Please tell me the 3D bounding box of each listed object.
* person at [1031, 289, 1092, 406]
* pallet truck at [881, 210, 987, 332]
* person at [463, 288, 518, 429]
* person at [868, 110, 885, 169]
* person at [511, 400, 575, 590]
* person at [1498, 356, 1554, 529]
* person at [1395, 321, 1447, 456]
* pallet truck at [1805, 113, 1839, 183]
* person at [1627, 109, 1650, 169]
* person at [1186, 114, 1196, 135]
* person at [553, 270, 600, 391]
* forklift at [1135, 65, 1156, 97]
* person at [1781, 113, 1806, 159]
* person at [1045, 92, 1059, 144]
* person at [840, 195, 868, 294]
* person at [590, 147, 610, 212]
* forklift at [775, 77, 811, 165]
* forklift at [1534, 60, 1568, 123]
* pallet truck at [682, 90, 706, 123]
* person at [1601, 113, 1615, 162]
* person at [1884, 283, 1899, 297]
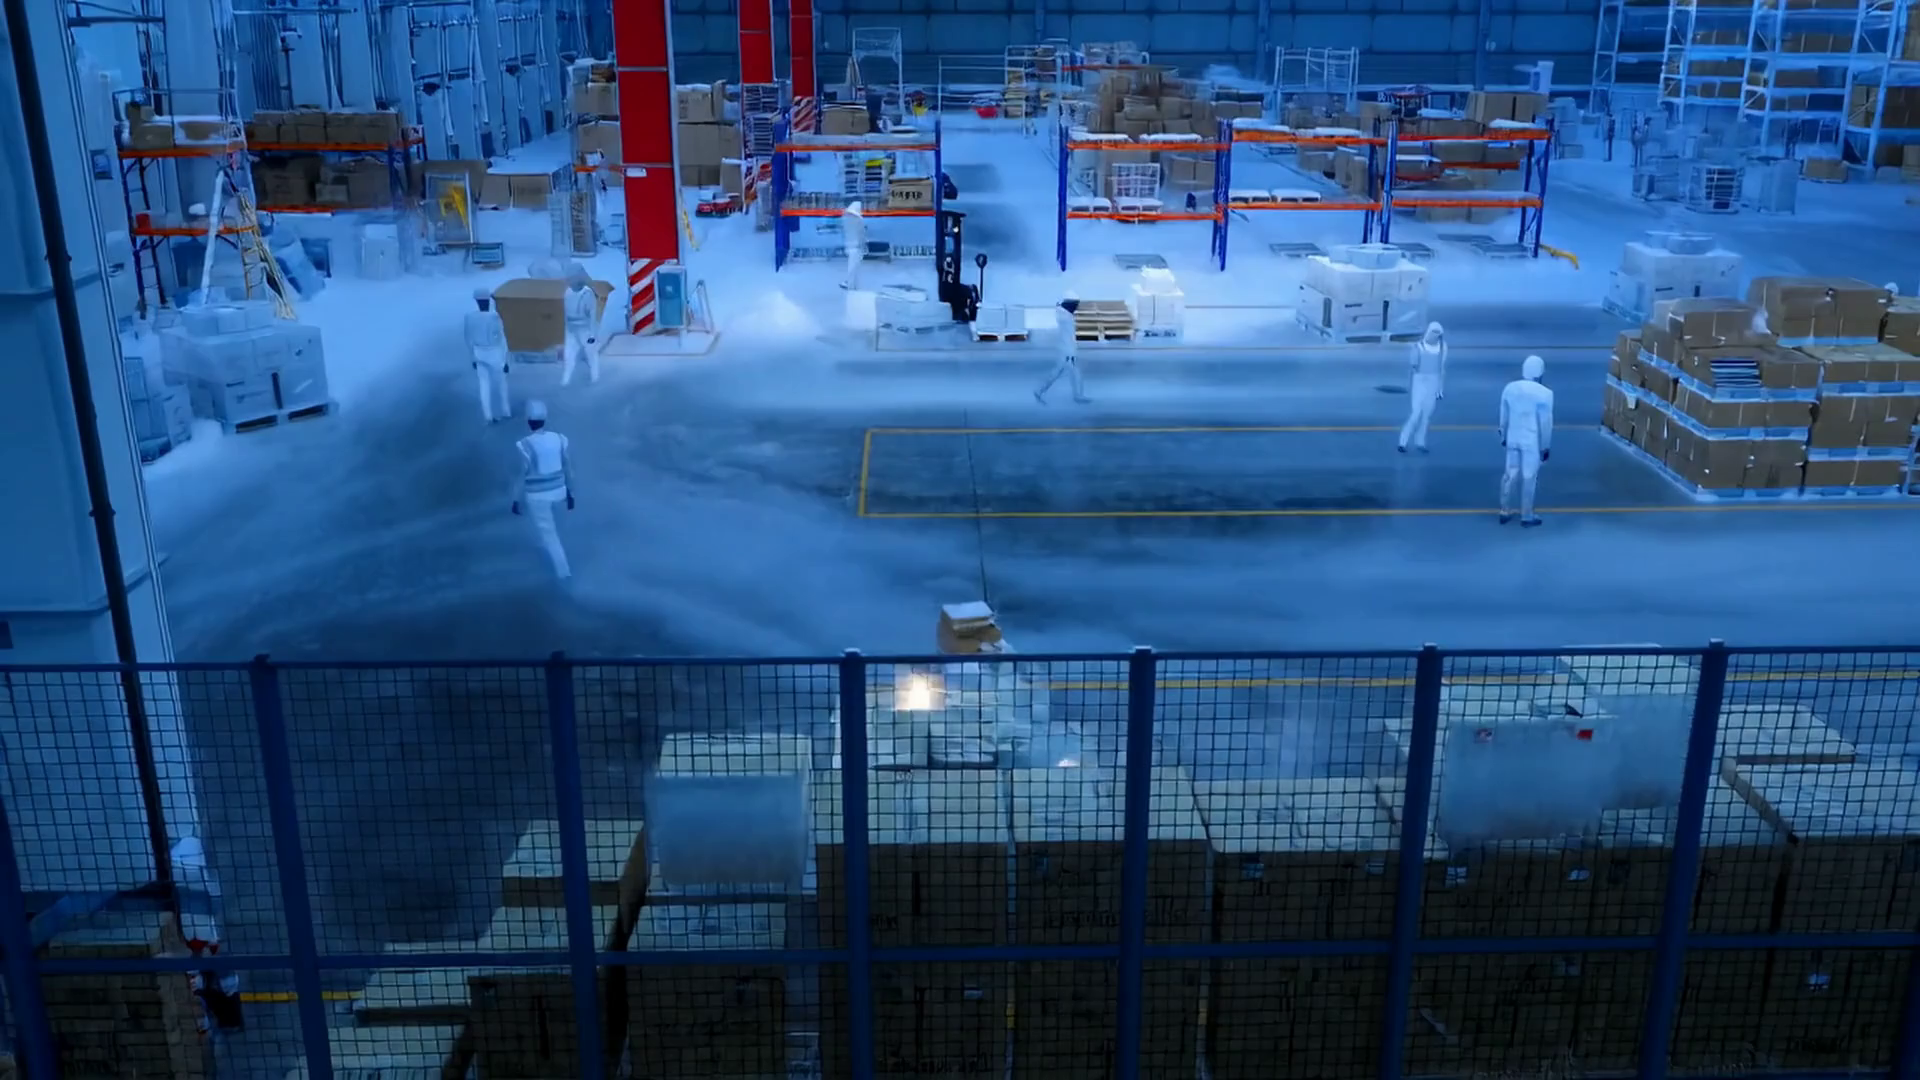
[{"bbox_3d":[1.451,-2.752,23.850,0.860,1.709,0.493,0,19,-1],"label":"person"},{"bbox_3d":[-0.493,-4.759,29.349,1.885,1.965,0.823,-13,23,-34],"label":"pallet truck"},{"bbox_3d":[-6.451,-2.515,22.850,0.611,1.887,0.792,2,19,7],"label":"person"},{"bbox_3d":[-2.720,-12.774,53.277,0.554,1.910,0.795,10,21,27],"label":"person"},{"bbox_3d":[-4.236,-0.478,16.812,0.988,1.894,0.629,16,24,39],"label":"person"},{"bbox_3d":[6.306,-1.090,18.560,0.372,1.937,0.627,-15,24,-38],"label":"person"},{"bbox_3d":[5.931,-1.934,21.279,0.553,1.805,0.530,-7,20,-19],"label":"person"},{"bbox_3d":[26.403,-11.957,50.702,0.823,1.965,1.885,6,19,16],"label":"pallet truck"},{"bbox_3d":[22.095,-13.048,54.082,0.385,1.910,0.598,-10,21,-28],"label":"person"},{"bbox_3d":[7.605,-13.424,55.625,0.516,1.623,0.652,6,20,17],"label":"person"},{"bbox_3d":[-5.721,-3.082,24.662,0.652,1.808,0.882,10,21,28],"label":"person"},{"bbox_3d":[6.946,-16.489,62.786,1.873,2.768,1.129,15,24,37],"label":"forklift"},{"bbox_3d":[26.765,-12.798,53.458,0.656,1.827,0.444,9,20,24],"label":"person"},{"bbox_3d":[3.408,-15.717,61.979,0.603,1.913,0.627,-7,20,-20],"label":"person"},{"bbox_3d":[-2.072,-5.775,32.504,0.449,1.905,0.624,-14,23,-36],"label":"person"},{"bbox_3d":[-9.539,-9.573,44.154,0.539,1.660,0.851,-12,22,-32],"label":"person"},{"bbox_3d":[-5.920,-13.893,55.085,1.873,2.768,1.129,-1,19,-1],"label":"forklift"},{"bbox_3d":[23.122,-17.605,66.097,1.873,2.768,1.129,-1,19,-2],"label":"forklift"},{"bbox_3d":[-9.671,-15.907,62.421,0.823,1.965,1.885,5,19,15],"label":"pallet truck"},{"bbox_3d":[21.855,-13.549,55.994,0.315,1.629,0.509,-1,19,-3],"label":"person"},{"bbox_3d":[12.798,-2.622,23.131,0.587,1.920,0.392,8,20,22],"label":"person"}]
